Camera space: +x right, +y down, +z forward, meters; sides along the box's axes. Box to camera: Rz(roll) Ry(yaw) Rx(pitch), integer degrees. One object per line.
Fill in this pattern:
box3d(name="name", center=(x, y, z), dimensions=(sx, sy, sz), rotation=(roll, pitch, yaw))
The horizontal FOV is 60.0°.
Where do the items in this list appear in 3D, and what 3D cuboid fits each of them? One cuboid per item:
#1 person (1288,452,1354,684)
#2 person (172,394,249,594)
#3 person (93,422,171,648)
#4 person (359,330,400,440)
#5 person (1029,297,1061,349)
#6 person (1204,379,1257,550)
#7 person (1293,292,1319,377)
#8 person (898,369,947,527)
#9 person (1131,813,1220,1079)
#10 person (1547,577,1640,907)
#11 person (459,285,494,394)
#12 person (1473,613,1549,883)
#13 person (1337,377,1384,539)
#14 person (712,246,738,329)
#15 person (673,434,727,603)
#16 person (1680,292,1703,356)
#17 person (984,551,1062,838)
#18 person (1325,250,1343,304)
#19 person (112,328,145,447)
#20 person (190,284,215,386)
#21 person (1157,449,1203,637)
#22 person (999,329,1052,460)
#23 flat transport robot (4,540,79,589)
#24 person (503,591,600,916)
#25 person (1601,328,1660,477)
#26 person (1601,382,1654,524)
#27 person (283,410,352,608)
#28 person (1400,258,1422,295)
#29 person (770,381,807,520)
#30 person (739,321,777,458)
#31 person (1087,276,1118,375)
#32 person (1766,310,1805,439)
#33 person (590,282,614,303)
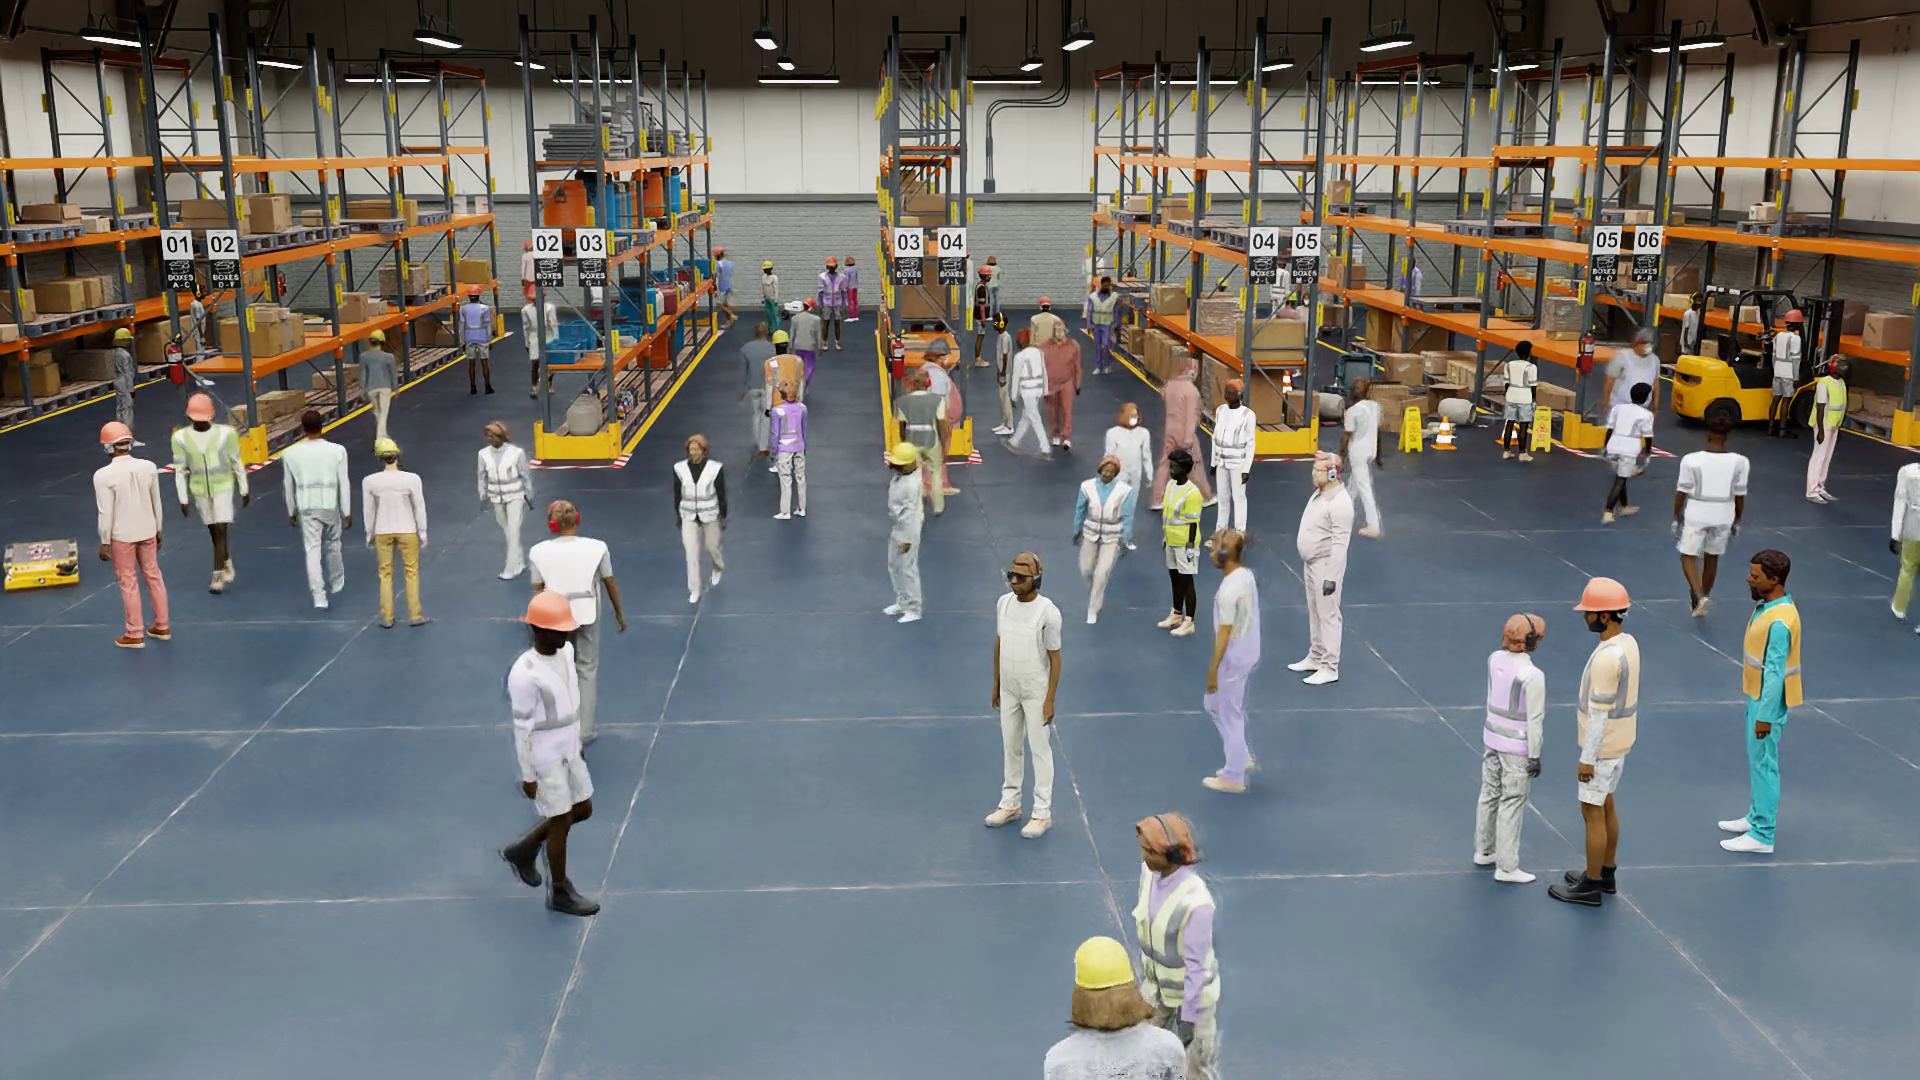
box3d(name="person", center=(2.956, 0.221, 13.612), dimensions=(0.410, 1.912, 0.643), rotation=(-2, 13, -6))
box3d(name="person", center=(-7.361, -0.458, 16.344), dimensions=(0.622, 1.968, 1.016), rotation=(-3, 14, -11))
box3d(name="person", center=(-7.280, -0.050, 14.580), dimensions=(0.400, 1.989, 0.623), rotation=(7, 15, 26))
box3d(name="person", center=(-8.497, -2.213, 24.344), dimensions=(0.527, 1.722, 0.932), rotation=(0, 13, 0))
box3d(name="person", center=(1.498, -3.431, 29.447), dimensions=(0.557, 1.744, 0.353), rotation=(-2, 13, -10))
box3d(name="person", center=(2.939, -0.814, 18.051), dimensions=(0.355, 1.885, 0.575), rotation=(-10, 17, -37))
box3d(name="person", center=(6.595, -3.910, 31.700), dimensions=(0.499, 1.635, 0.287), rotation=(8, 16, 32))
box3d(name="person", center=(-0.405, -1.090, 19.405), dimensions=(0.587, 1.791, 0.953), rotation=(3, 14, 11))
box3d(name="person", center=(0.909, 1.912, 7.032), dimensions=(0.378, 1.620, 0.543), rotation=(-8, 15, -29))
box3d(name="person", center=(3.685, 1.160, 9.616), dimensions=(0.391, 1.925, 0.548), rotation=(9, 16, 33))
box3d(name="person", center=(-8.592, -3.557, 29.553), dimensions=(0.547, 1.938, 0.377), rotation=(-1, 13, -5))
box3d(name="person", center=(3.287, 1.233, 9.916), dimensions=(0.311, 1.633, 0.519), rotation=(-3, 14, -14))
box3d(name="person", center=(4.434, -0.947, 18.788), dimensions=(0.534, 1.797, 0.944), rotation=(-11, 17, -39))
box3d(name="person", center=(-5.659, -6.043, 39.945), dimensions=(0.612, 2.006, 0.704), rotation=(6, 14, 23))
box3d(name="person", center=(-2.518, -0.246, 16.224), dimensions=(0.521, 1.618, 0.709), rotation=(1, 13, 2))
box3d(name="person", center=(12.707, -3.369, 28.926), dimensions=(0.335, 1.864, 0.521), rotation=(11, 17, 39))
box3d(name="person", center=(0.407, 0.970, 10.577), dimensions=(0.507, 1.846, 0.344), rotation=(11, 17, 39))
box3d(name="person", center=(9.543, -6.523, 42.437), dimensions=(0.611, 1.787, 0.667), rotation=(-8, 15, -30))
box3d(name="person", center=(-12.233, -2.240, 24.422), dimensions=(0.483, 1.735, 0.342), rotation=(12, 18, 42))
box3d(name="person", center=(-14.008, -3.779, 30.680), dimensions=(0.327, 1.861, 0.507), rotation=(-7, 15, -28))
box3d(name="person", center=(1.983, 0.019, 14.943), dimensions=(0.319, 1.694, 0.533), rotation=(-5, 14, -20))
box3d(name="person", center=(0.952, -2.067, 23.489), dimensions=(0.910, 1.838, 0.627), rotation=(11, 17, 38))
box3d(name="flat transport robot", center=(-9.448, 0.223, 17.113), dimensions=(0.652, 0.197, 1.431), rotation=(-7, 15, -27))
box3d(name="person", center=(-2.358, 1.200, 9.444), dimensions=(0.549, 1.917, 0.552), rotation=(4, 14, 17))
box3d(name="person", center=(8.998, -1.863, 22.160), dimensions=(0.696, 2.000, 1.010), rotation=(-3, 14, -12))
box3d(name="person", center=(7.808, -1.021, 19.420), dimensions=(0.862, 1.644, 0.546), rotation=(-9, 16, -32))
box3d(name="person", center=(-6.162, -0.310, 15.981), dimensions=(0.604, 1.870, 1.044), rotation=(-3, 14, -14))
box3d(name="person", center=(10.466, -5.671, 38.748), dimensions=(0.429, 1.837, 0.630), rotation=(-5, 14, -20))
box3d(name="person", center=(-2.006, -1.053, 19.577), dimensions=(0.515, 1.645, 0.308), rotation=(-13, 18, -43))
box3d(name="person", center=(-2.758, -2.153, 23.674), dimensions=(0.659, 1.906, 0.824), rotation=(4, 14, 15))
box3d(name="person", center=(2.739, -4.129, 32.081), dimensions=(0.570, 1.893, 0.524), rotation=(4, 14, 15))
box3d(name="person", center=(12.473, -2.500, 25.080), dimensions=(0.356, 1.939, 0.543), rotation=(-2, 14, -10))
box3d(name="person", center=(-7.725, -4.988, 35.869), dimensions=(0.562, 1.820, 0.817), rotation=(6, 14, 22))
